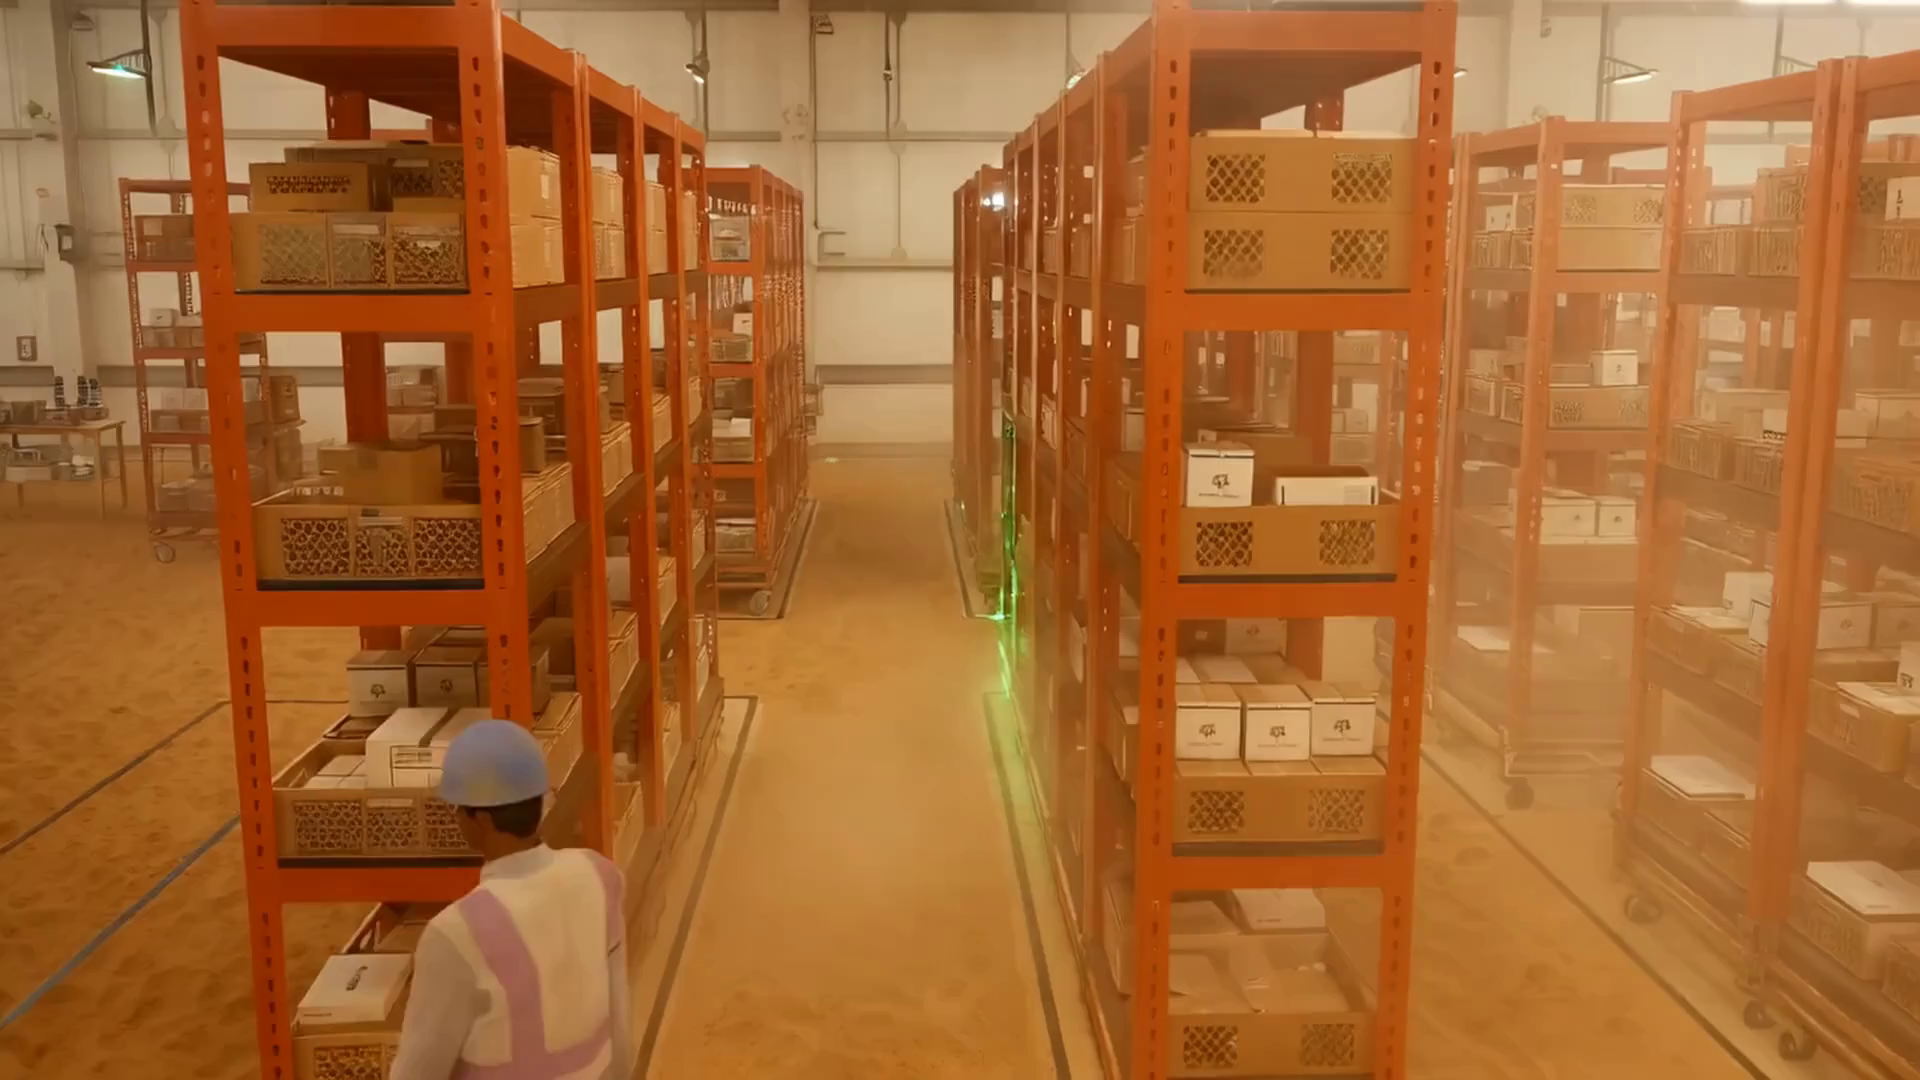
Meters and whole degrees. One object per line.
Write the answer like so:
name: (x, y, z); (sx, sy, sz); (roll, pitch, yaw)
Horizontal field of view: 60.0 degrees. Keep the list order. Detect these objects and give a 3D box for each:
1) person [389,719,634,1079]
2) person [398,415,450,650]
person: (-1.108, 1.349, 3.868); (0.949, 1.900, 0.623); (4, 11, 21)
person: (-3.131, 0.229, 10.052); (0.677, 1.966, 0.621); (-3, 10, -15)
